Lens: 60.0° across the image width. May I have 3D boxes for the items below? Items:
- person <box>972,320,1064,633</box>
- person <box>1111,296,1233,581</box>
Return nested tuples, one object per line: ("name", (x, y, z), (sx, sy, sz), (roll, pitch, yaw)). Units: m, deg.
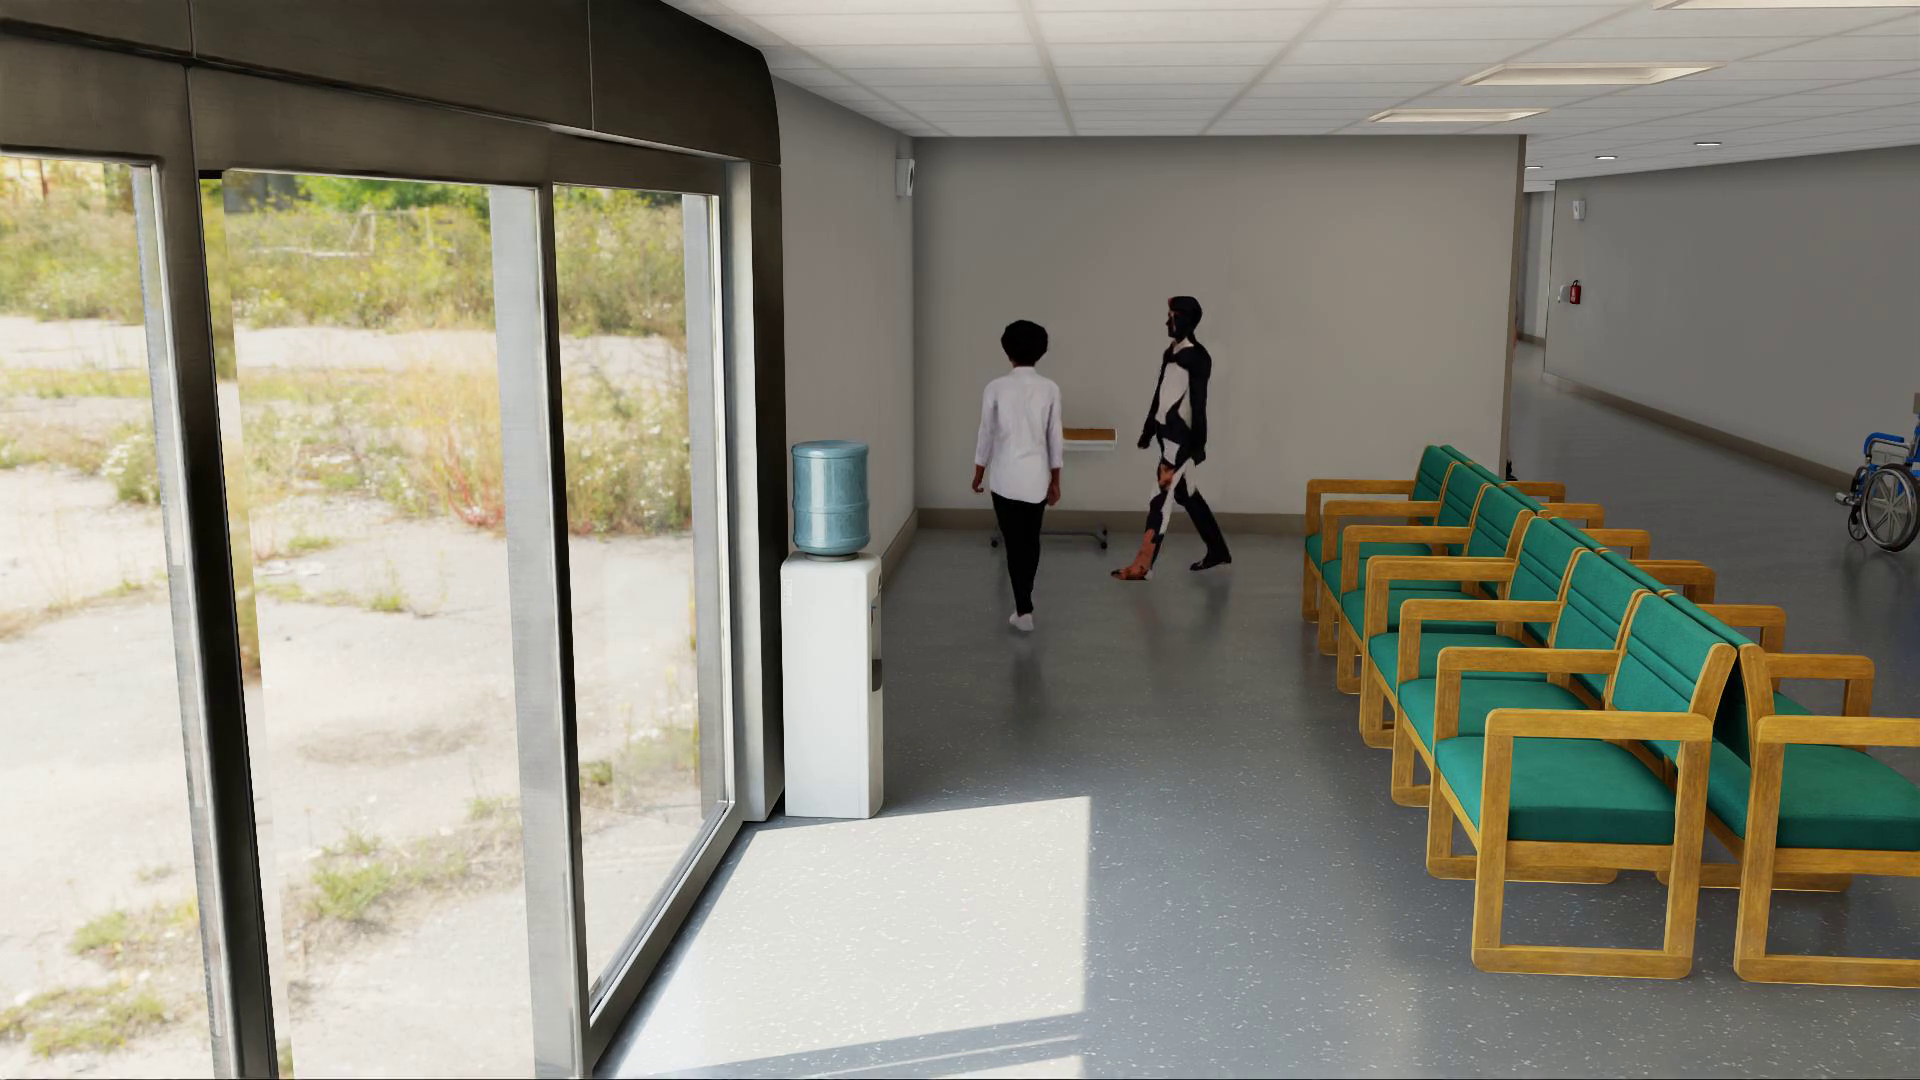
("person", (0.365, -0.346, 9.631), (1.032, 1.772, 0.885), (-2, 11, -11))
("person", (1.521, -0.651, 11.015), (1.206, 1.855, 0.879), (-2, 11, -11))
